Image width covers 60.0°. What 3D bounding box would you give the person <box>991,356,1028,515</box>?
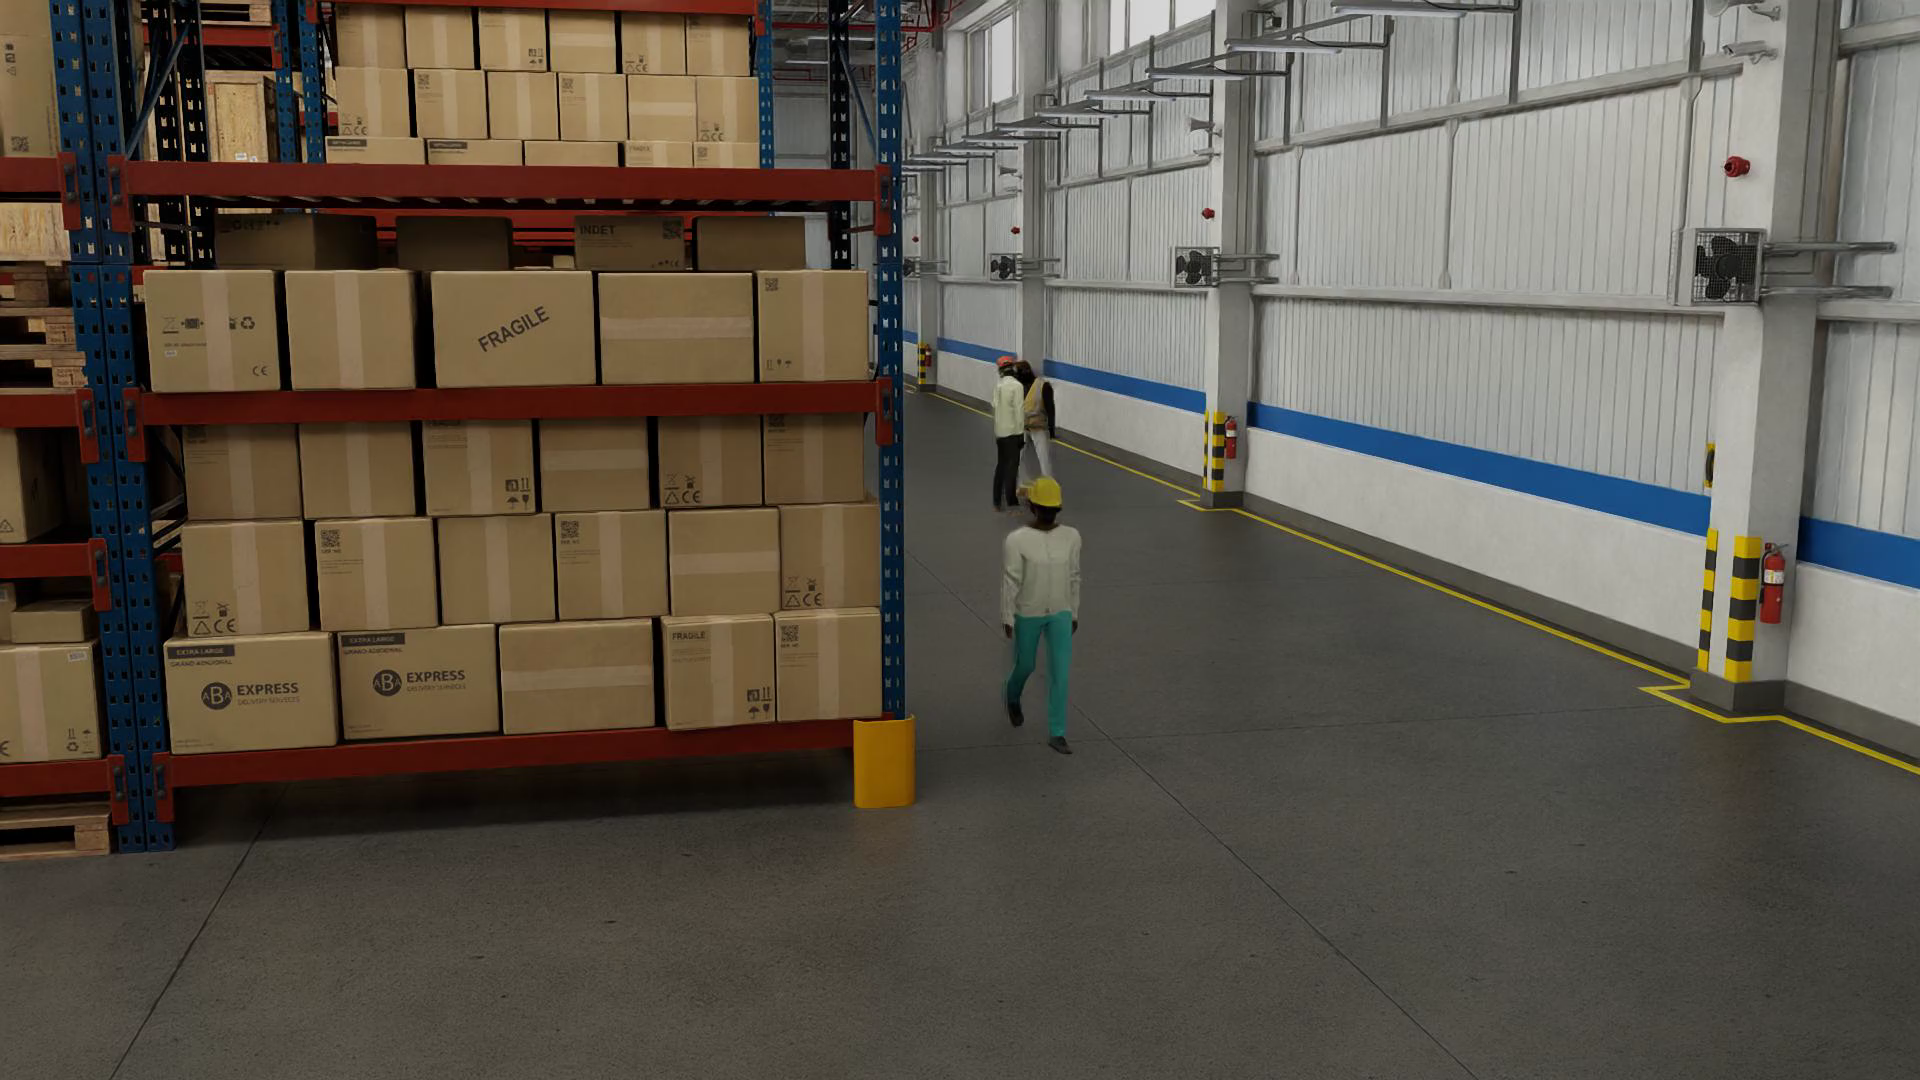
[{"bbox_3d":[0.639,-1.287,20.530,0.388,1.946,0.747,-6,11,-31],"label":"person"}]

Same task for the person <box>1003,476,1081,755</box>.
[{"bbox_3d":[0.502,0.440,10.601,0.531,1.736,0.778,-3,10,-17],"label":"person"}]

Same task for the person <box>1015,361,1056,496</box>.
[{"bbox_3d":[0.949,-1.458,21.963,0.685,1.809,0.434,5,11,29],"label":"person"}]
